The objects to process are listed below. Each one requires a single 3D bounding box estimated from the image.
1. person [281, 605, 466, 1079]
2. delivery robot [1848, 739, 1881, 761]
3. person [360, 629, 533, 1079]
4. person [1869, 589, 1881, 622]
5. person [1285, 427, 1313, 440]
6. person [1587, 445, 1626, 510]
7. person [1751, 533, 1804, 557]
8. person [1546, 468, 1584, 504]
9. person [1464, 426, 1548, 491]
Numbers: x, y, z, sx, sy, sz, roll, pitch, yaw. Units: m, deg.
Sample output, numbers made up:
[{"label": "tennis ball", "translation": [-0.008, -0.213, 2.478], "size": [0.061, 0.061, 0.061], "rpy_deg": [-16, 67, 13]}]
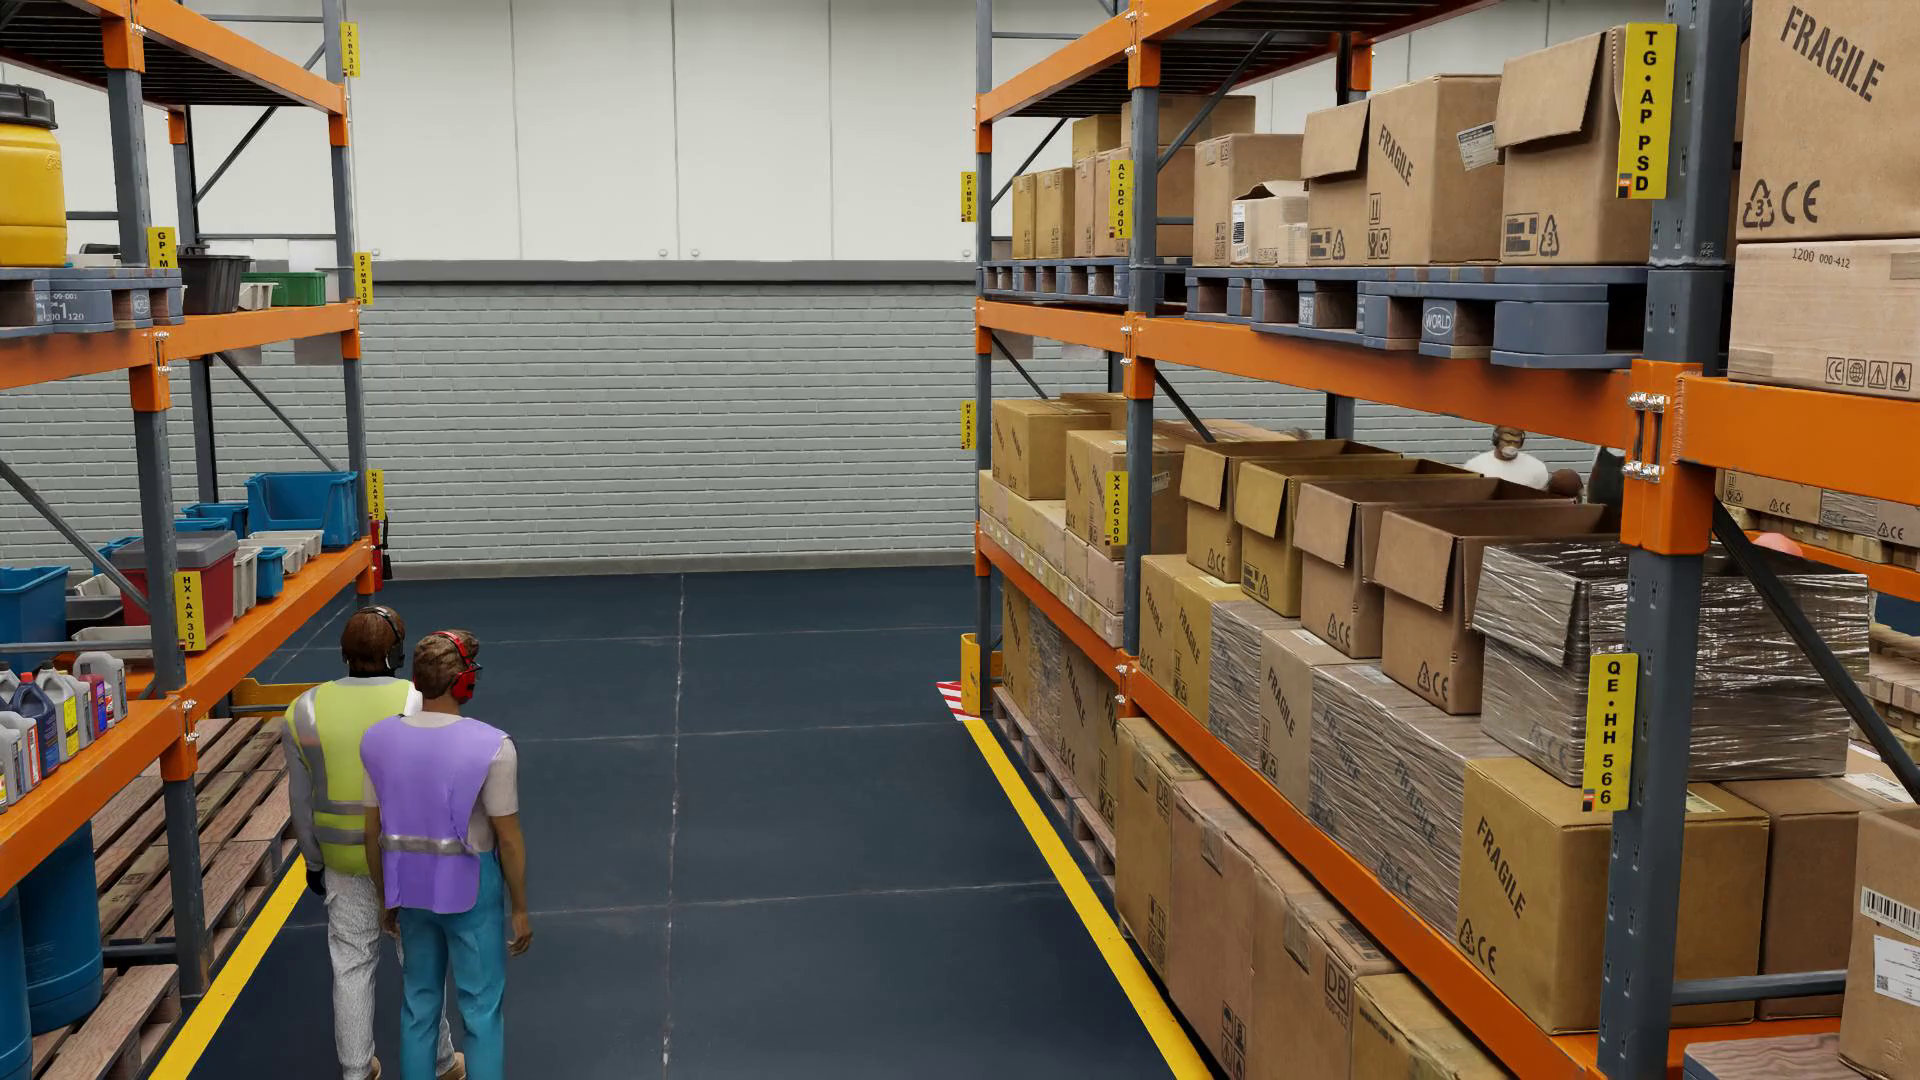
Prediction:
[{"label": "person", "translation": [-2.087, 1.145, 6.050], "size": [0.629, 1.843, 0.429], "rpy_deg": [0, 9, -2]}, {"label": "delivery robot", "translation": [4.782, 1.214, 9.288], "size": [0.477, 0.478, 0.707], "rpy_deg": [-1, 9, -9]}, {"label": "person", "translation": [-1.723, 1.217, 5.589], "size": [0.571, 1.843, 0.373], "rpy_deg": [2, 9, 14]}, {"label": "person", "translation": [6.153, 0.267, 11.419], "size": [0.514, 1.860, 0.325], "rpy_deg": [-5, 10, -26]}, {"label": "person", "translation": [2.427, 0.086, 12.495], "size": [1.091, 1.871, 0.637], "rpy_deg": [-3, 10, -16]}, {"label": "person", "translation": [5.735, -0.282, 14.238], "size": [0.780, 2.000, 0.728], "rpy_deg": [-6, 11, -32]}, {"label": "person", "translation": [3.396, 0.930, 7.088], "size": [0.580, 1.928, 0.399], "rpy_deg": [-2, 10, -15]}, {"label": "person", "translation": [3.677, 0.465, 10.355], "size": [0.651, 1.813, 0.849], "rpy_deg": [4, 10, 22]}, {"label": "person", "translation": [4.165, 0.021, 12.785], "size": [0.627, 1.912, 0.491], "rpy_deg": [2, 9, 13]}]
